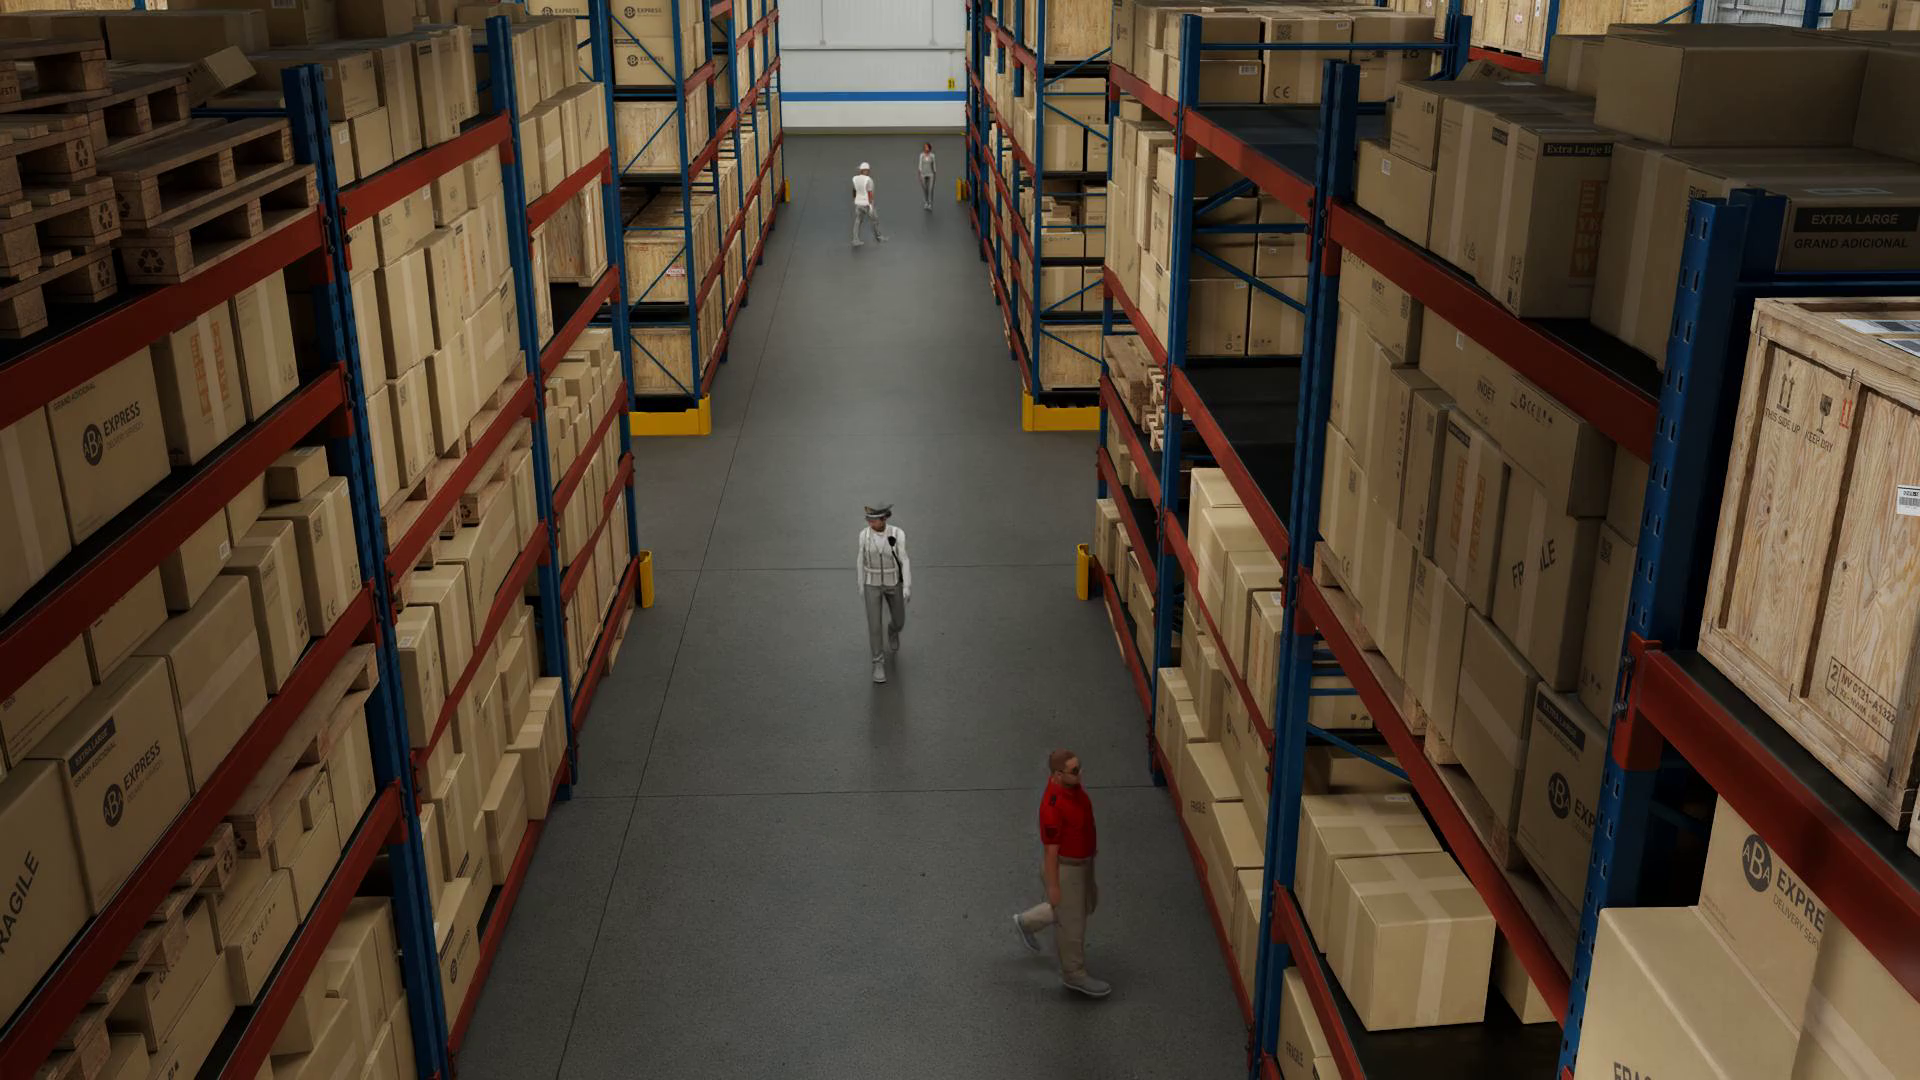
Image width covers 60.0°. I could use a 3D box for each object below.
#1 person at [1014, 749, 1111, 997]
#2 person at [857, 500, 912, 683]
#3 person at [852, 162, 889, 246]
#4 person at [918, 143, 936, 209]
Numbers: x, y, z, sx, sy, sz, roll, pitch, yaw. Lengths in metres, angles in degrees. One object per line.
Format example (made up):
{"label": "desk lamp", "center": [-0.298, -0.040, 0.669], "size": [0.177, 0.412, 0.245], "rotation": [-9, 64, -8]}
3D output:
{"label": "person", "center": [0.672, 2.128, 10.831], "size": [0.710, 1.722, 0.537], "rotation": [5, 21, 14]}
{"label": "person", "center": [-0.706, 0.422, 15.504], "size": [0.505, 1.659, 0.764], "rotation": [-1, 21, -4]}
{"label": "person", "center": [-1.994, -7.265, 35.915], "size": [0.673, 1.757, 0.805], "rotation": [16, 26, 37]}
{"label": "person", "center": [-0.810, -8.846, 40.439], "size": [0.425, 1.581, 0.747], "rotation": [2, 21, 6]}
